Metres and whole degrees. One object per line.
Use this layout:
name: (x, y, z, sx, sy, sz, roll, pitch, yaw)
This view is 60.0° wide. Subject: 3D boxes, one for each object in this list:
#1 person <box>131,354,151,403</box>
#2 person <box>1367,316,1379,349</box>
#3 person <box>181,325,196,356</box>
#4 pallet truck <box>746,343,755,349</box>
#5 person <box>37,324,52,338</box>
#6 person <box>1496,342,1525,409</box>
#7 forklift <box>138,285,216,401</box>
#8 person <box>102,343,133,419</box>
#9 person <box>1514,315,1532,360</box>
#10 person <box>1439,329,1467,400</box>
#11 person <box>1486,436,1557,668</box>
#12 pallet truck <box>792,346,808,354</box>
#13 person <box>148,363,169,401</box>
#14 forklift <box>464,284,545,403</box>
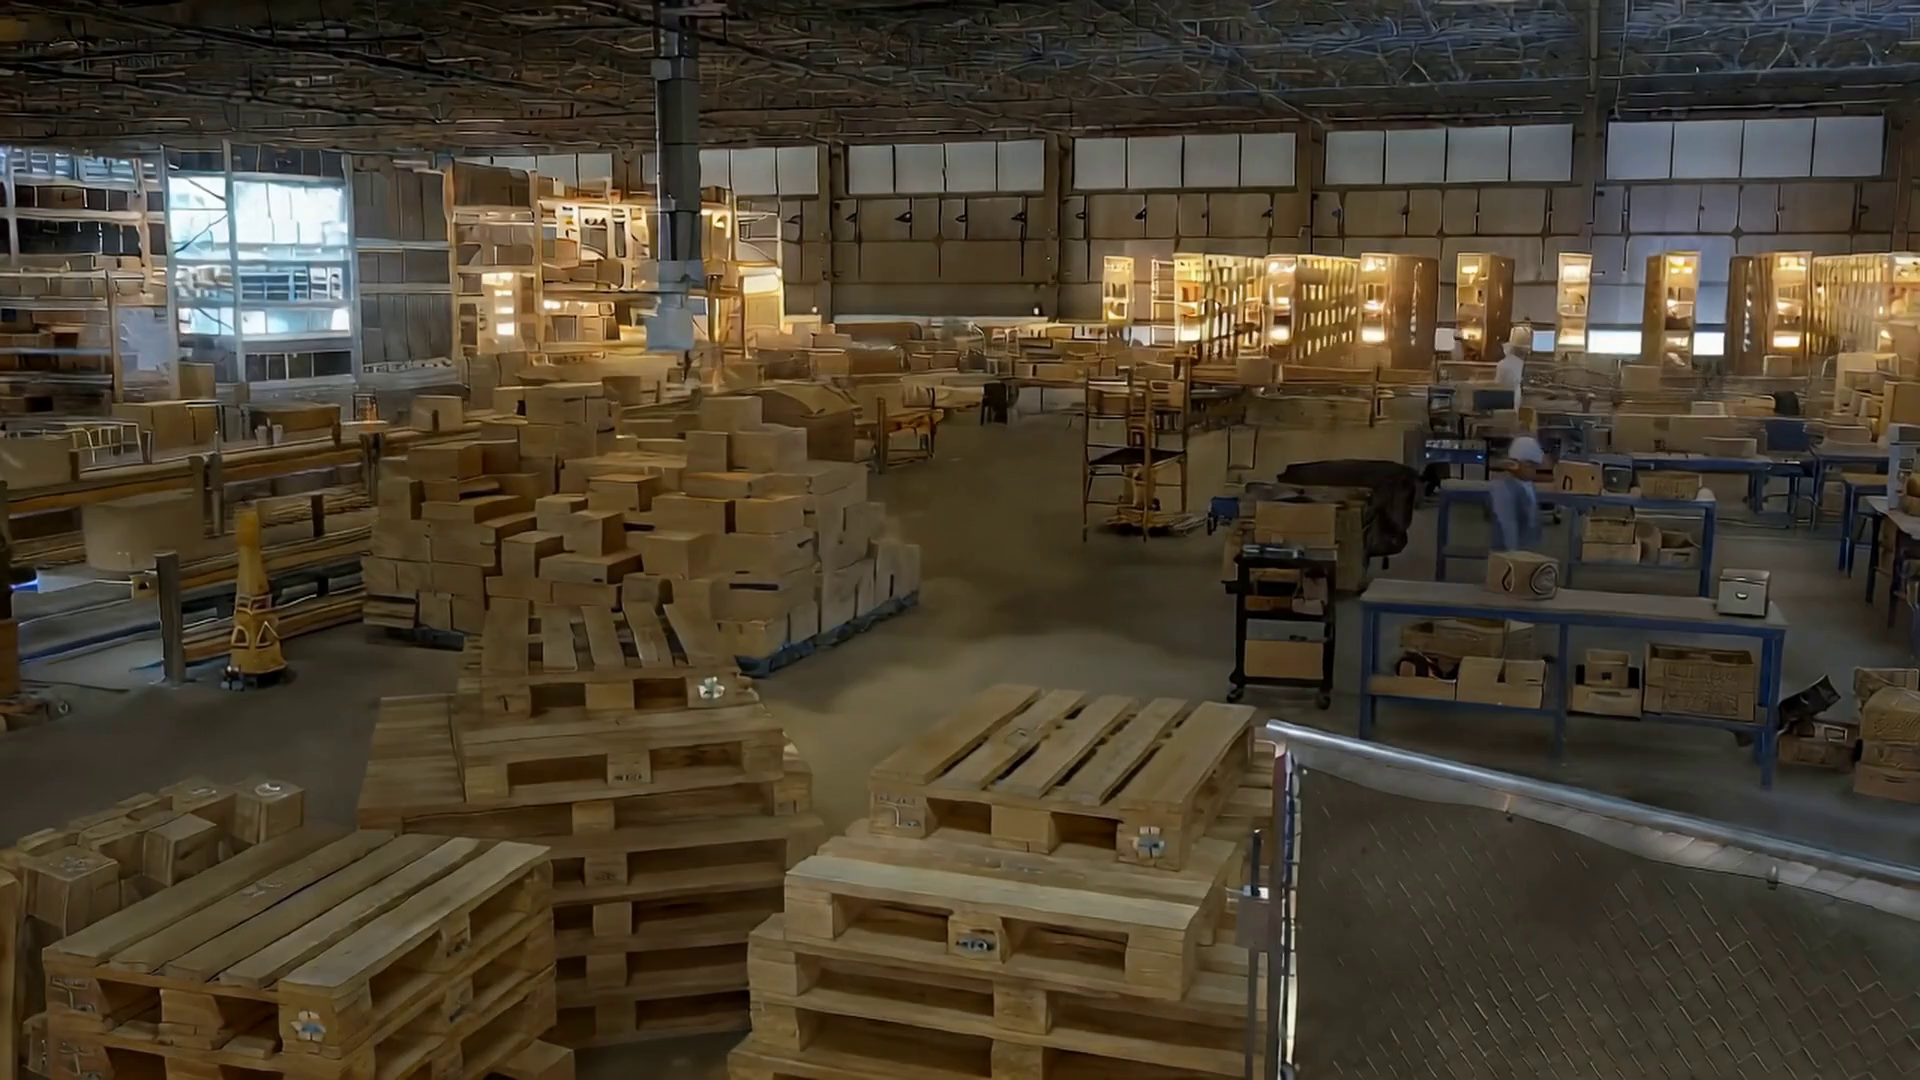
person: (-14.988, -2.604, 30.416, 0.513, 1.616, 0.586, 1, 9, 8)
person: (12.614, -6.030, 50.720, 0.622, 1.993, 0.382, -9, 12, -43)
person: (-19.947, -4.654, 42.881, 0.529, 1.745, 0.685, 2, 9, 15)
pallet truck: (-6.183, -4.618, 44.264, 1.601, 1.201, 0.680, -9, 12, -43)
person: (-25.192, -5.088, 45.727, 0.332, 1.695, 0.570, 6, 11, 31)
person: (9.430, -2.456, 28.649, 0.709, 1.889, 0.401, -7, 12, -38)
forklift: (-17.480, -4.200, 36.461, 1.873, 2.768, 1.129, 3, 10, 19)
person: (-14.311, -2.418, 28.284, 0.396, 1.926, 0.543, 4, 10, 23)
person: (16.945, -5.837, 50.021, 0.586, 1.833, 0.403, -2, 9, -12)
person: (11.964, -4.219, 40.151, 0.793, 1.742, 0.527, 4, 10, 26)
person: (4.324, 0.114, 12.718, 0.678, 1.805, 0.596, 8, 12, 42)
pallet truck: (-3.705, -4.298, 42.022, 0.653, 1.274, 1.630, 3, 10, 20)
person: (-13.411, -2.193, 27.929, 0.520, 1.583, 0.862, 7, 12, 39)
forklift: (-10.832, -4.702, 39.610, 1.129, 2.768, 1.873, 3, 10, 20)
